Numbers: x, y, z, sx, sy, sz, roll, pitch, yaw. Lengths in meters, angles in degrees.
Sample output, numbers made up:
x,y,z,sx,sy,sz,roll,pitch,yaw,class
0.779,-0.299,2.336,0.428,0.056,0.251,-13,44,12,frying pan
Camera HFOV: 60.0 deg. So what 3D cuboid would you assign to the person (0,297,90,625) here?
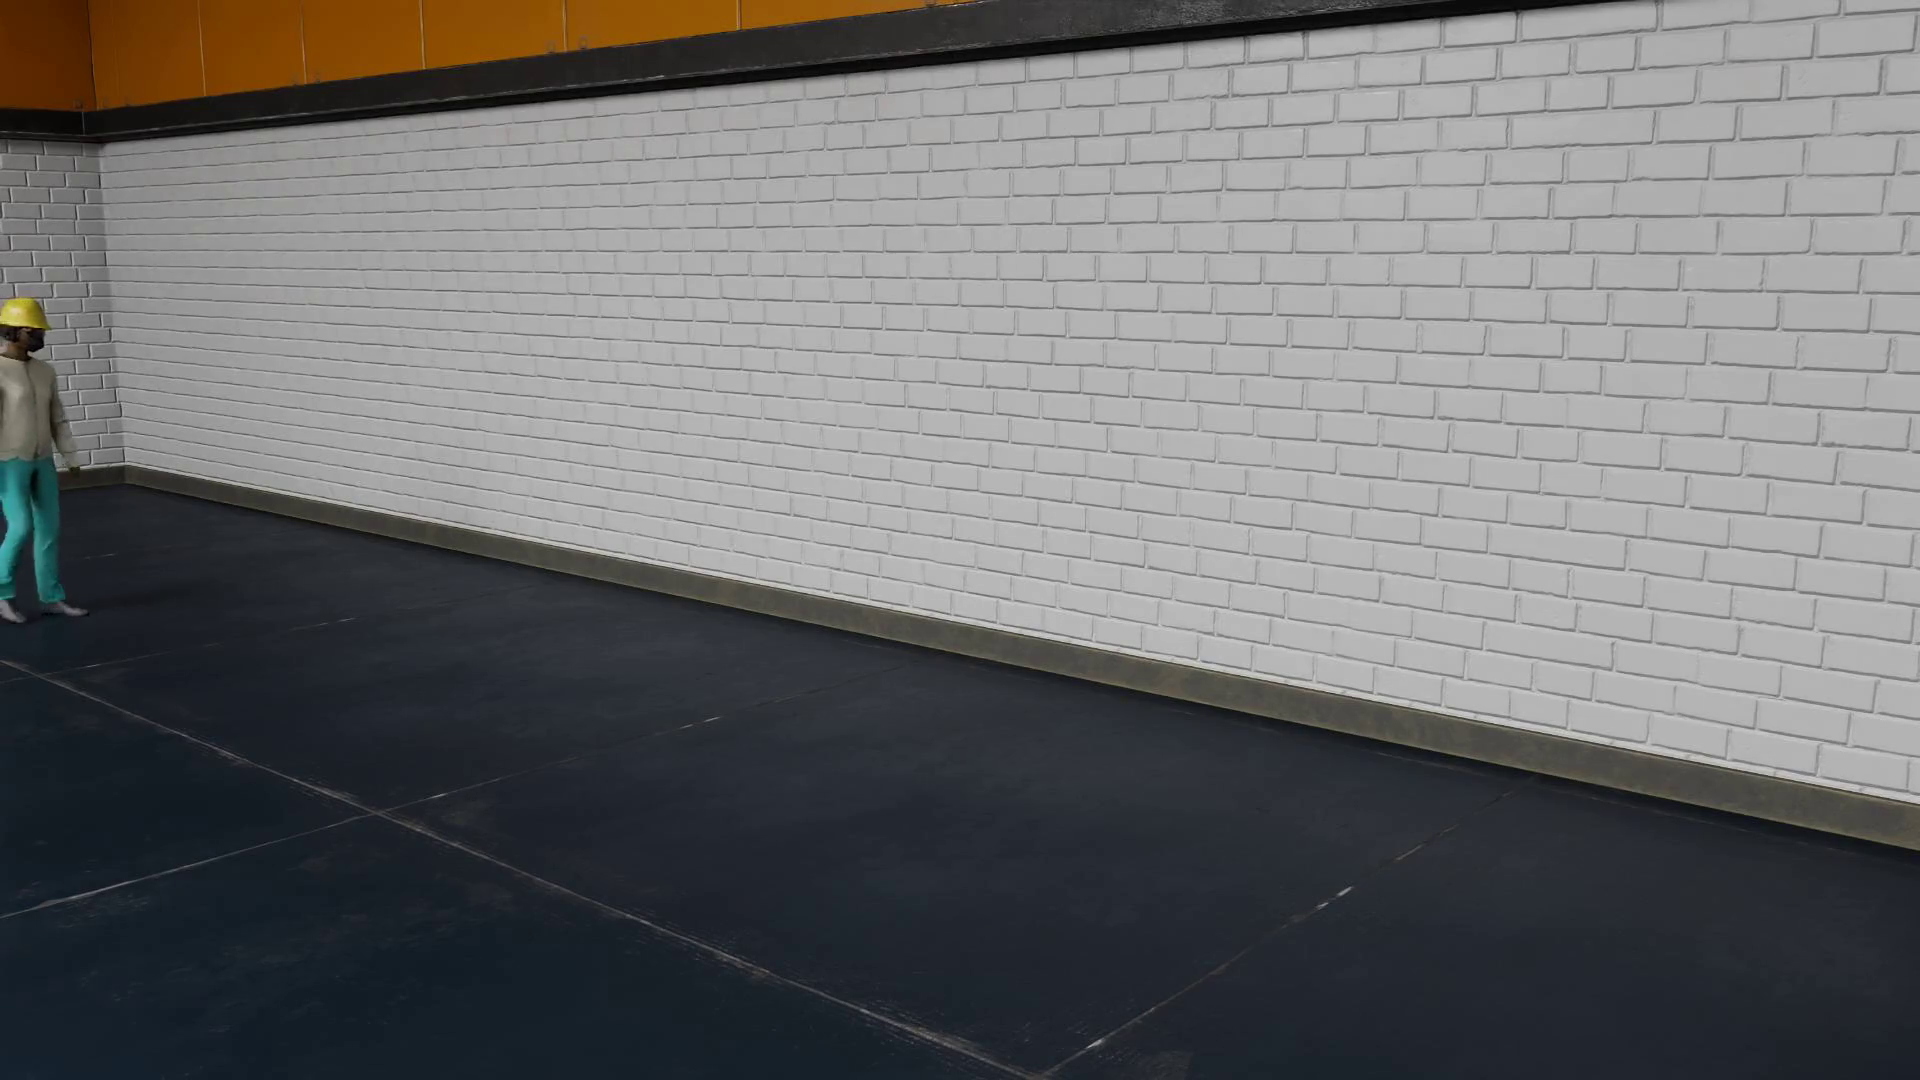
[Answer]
x,y,z,sx,sy,sz,roll,pitch,yaw,class
-5.028,-0.423,8.989,0.358,1.758,0.576,2,10,13,person
